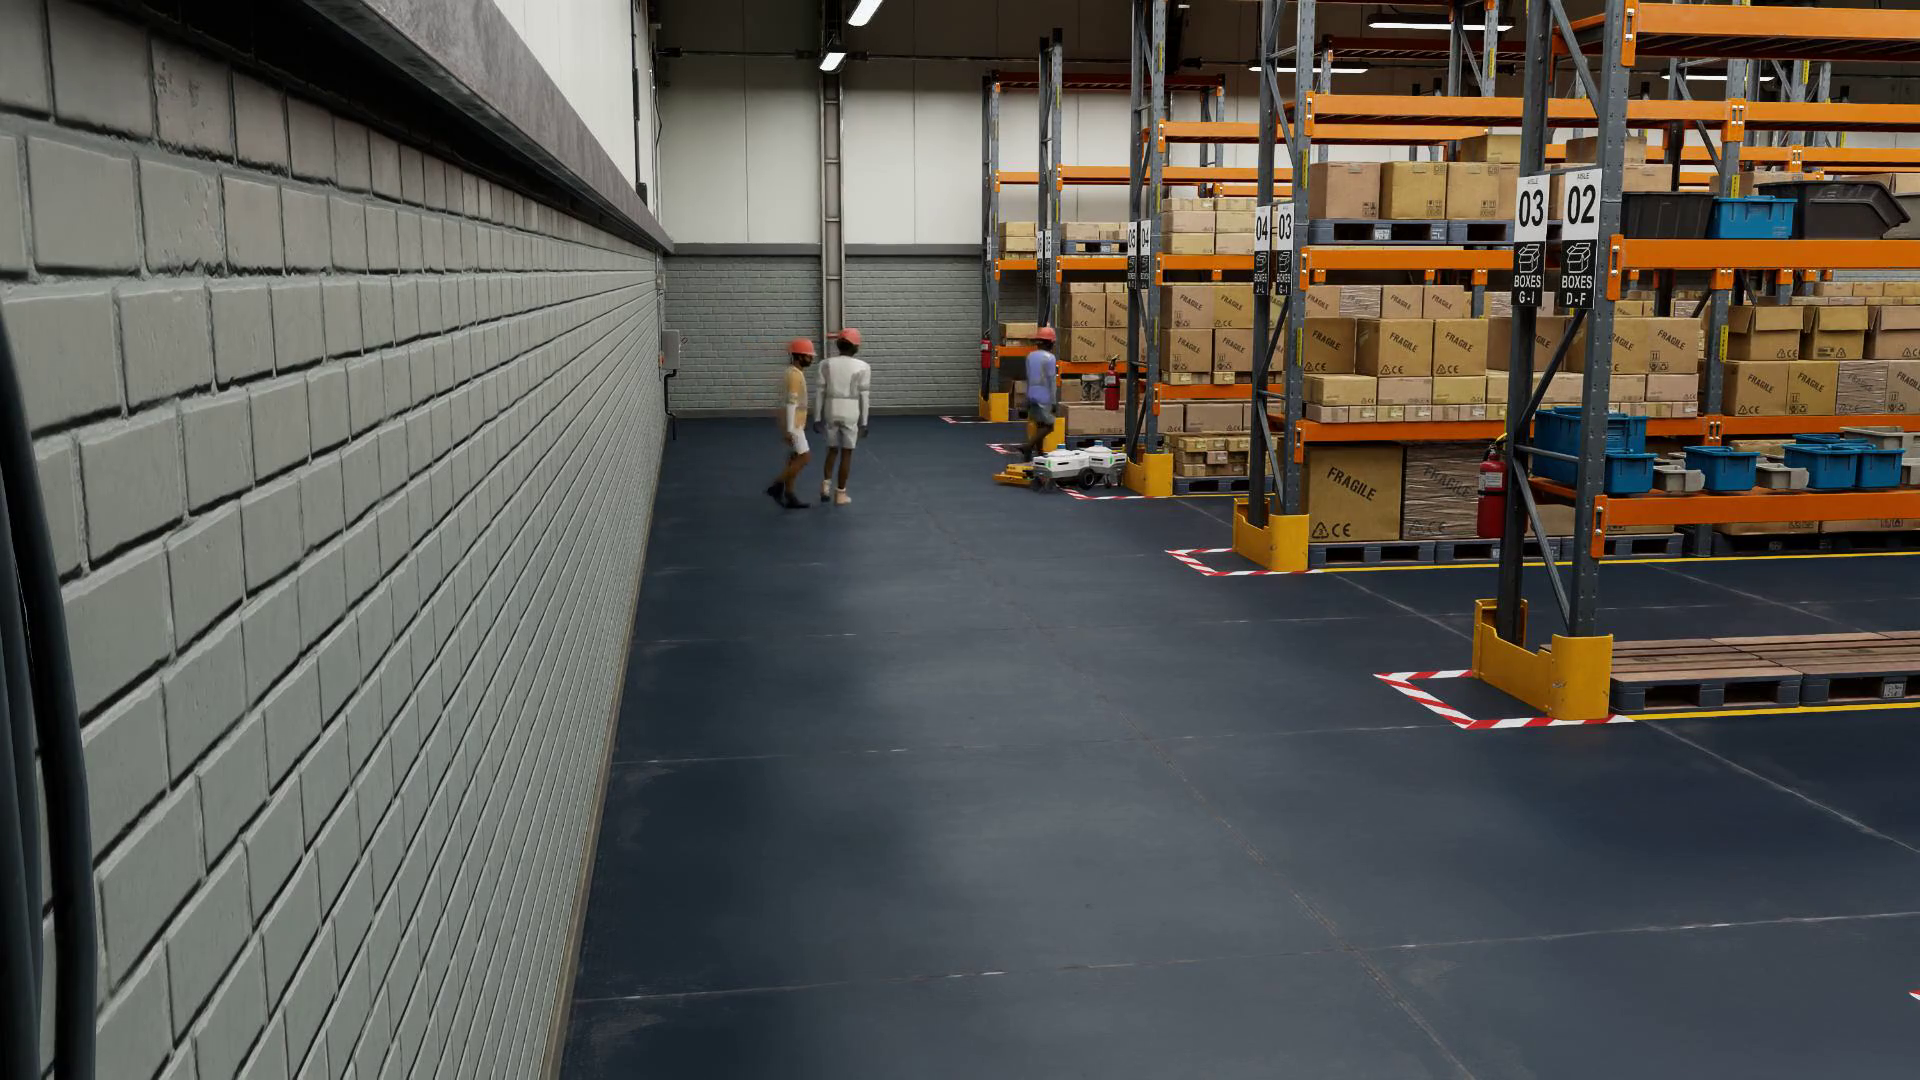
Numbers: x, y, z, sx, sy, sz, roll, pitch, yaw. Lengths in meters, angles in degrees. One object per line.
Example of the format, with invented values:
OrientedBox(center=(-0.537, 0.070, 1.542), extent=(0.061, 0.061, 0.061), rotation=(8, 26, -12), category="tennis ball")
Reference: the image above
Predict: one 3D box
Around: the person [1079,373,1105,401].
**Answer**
OrientedBox(center=(2.209, -2.655, 27.755), extent=(0.517, 1.639, 0.313), rotation=(8, 12, 41), category="person")

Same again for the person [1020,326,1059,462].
OrientedBox(center=(1.040, -1.904, 22.297), extent=(0.621, 1.909, 0.549), rotation=(-8, 12, -40), category="person")

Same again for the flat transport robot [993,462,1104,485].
OrientedBox(center=(1.140, -0.869, 20.950), extent=(1.431, 0.197, 0.652), rotation=(-9, 13, -44), category="flat transport robot")

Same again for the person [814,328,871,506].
OrientedBox(center=(-1.308, -1.394, 18.851), extent=(0.624, 2.008, 0.535), rotation=(2, 10, 15), category="person")

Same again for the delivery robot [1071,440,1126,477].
OrientedBox(center=(1.705, -0.984, 20.497), extent=(0.707, 0.478, 0.477), rotation=(9, 13, 44), category="delivery robot")

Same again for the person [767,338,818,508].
OrientedBox(center=(-1.819, -1.279, 18.429), extent=(0.504, 1.917, 0.556), rotation=(-1, 9, -5), category="person")

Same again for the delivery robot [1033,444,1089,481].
OrientedBox(center=(1.220, -0.916, 20.081), extent=(0.707, 0.478, 0.477), rotation=(-8, 12, -39), category="delivery robot")
